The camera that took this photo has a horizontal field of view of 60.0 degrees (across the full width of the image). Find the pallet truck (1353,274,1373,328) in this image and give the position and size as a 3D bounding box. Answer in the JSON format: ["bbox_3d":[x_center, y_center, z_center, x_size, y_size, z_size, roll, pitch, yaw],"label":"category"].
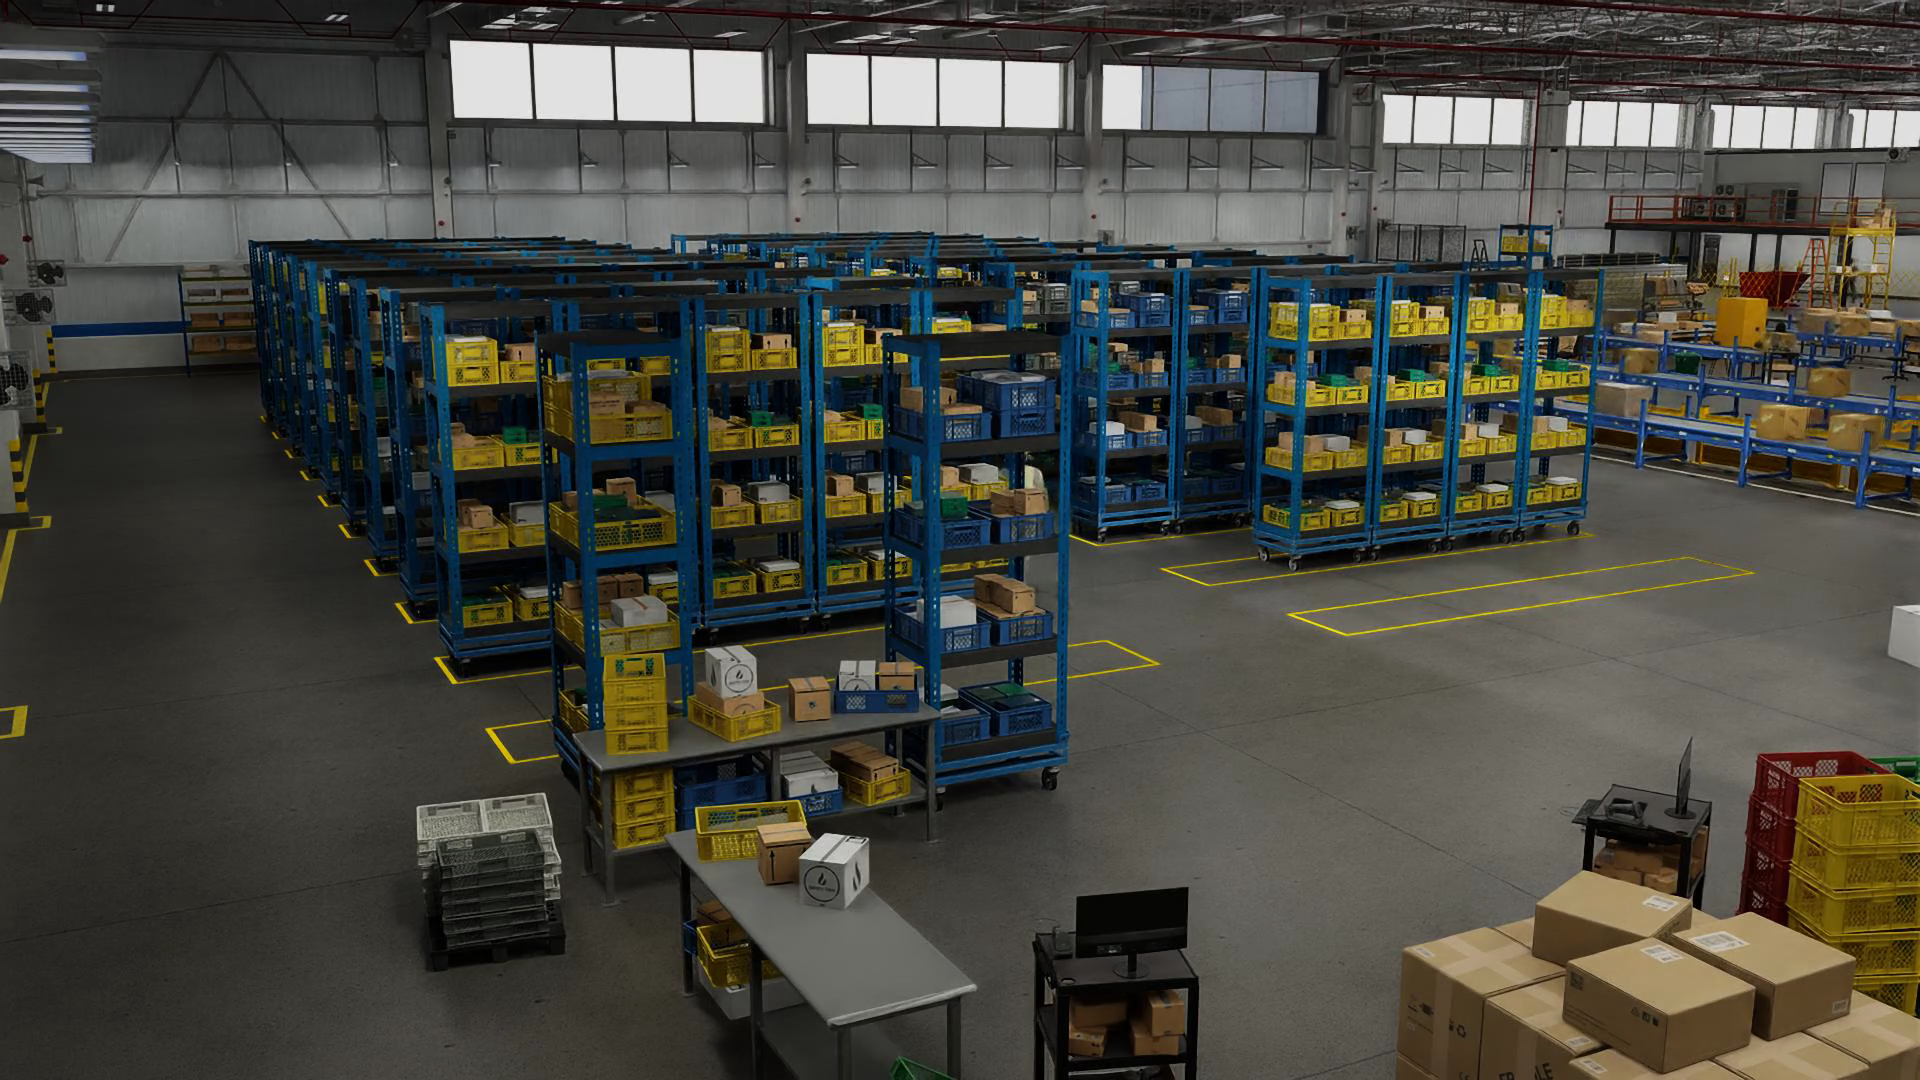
[{"bbox_3d":[13.011,-8.050,55.243,0.823,1.965,1.885,-7,14,-28],"label":"pallet truck"}]

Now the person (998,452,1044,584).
[{"bbox_3d":[0.626,-0.271,19.317,0.614,1.789,0.861,-4,13,-19],"label":"person"}]

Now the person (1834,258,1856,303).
[{"bbox_3d":[35.777,-10.445,66.949,0.511,1.794,0.975,-4,13,-17],"label":"person"}]

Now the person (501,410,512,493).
[{"bbox_3d":[-6.064,-0.894,22.141,0.396,1.840,0.564,-7,14,-28],"label":"person"}]
